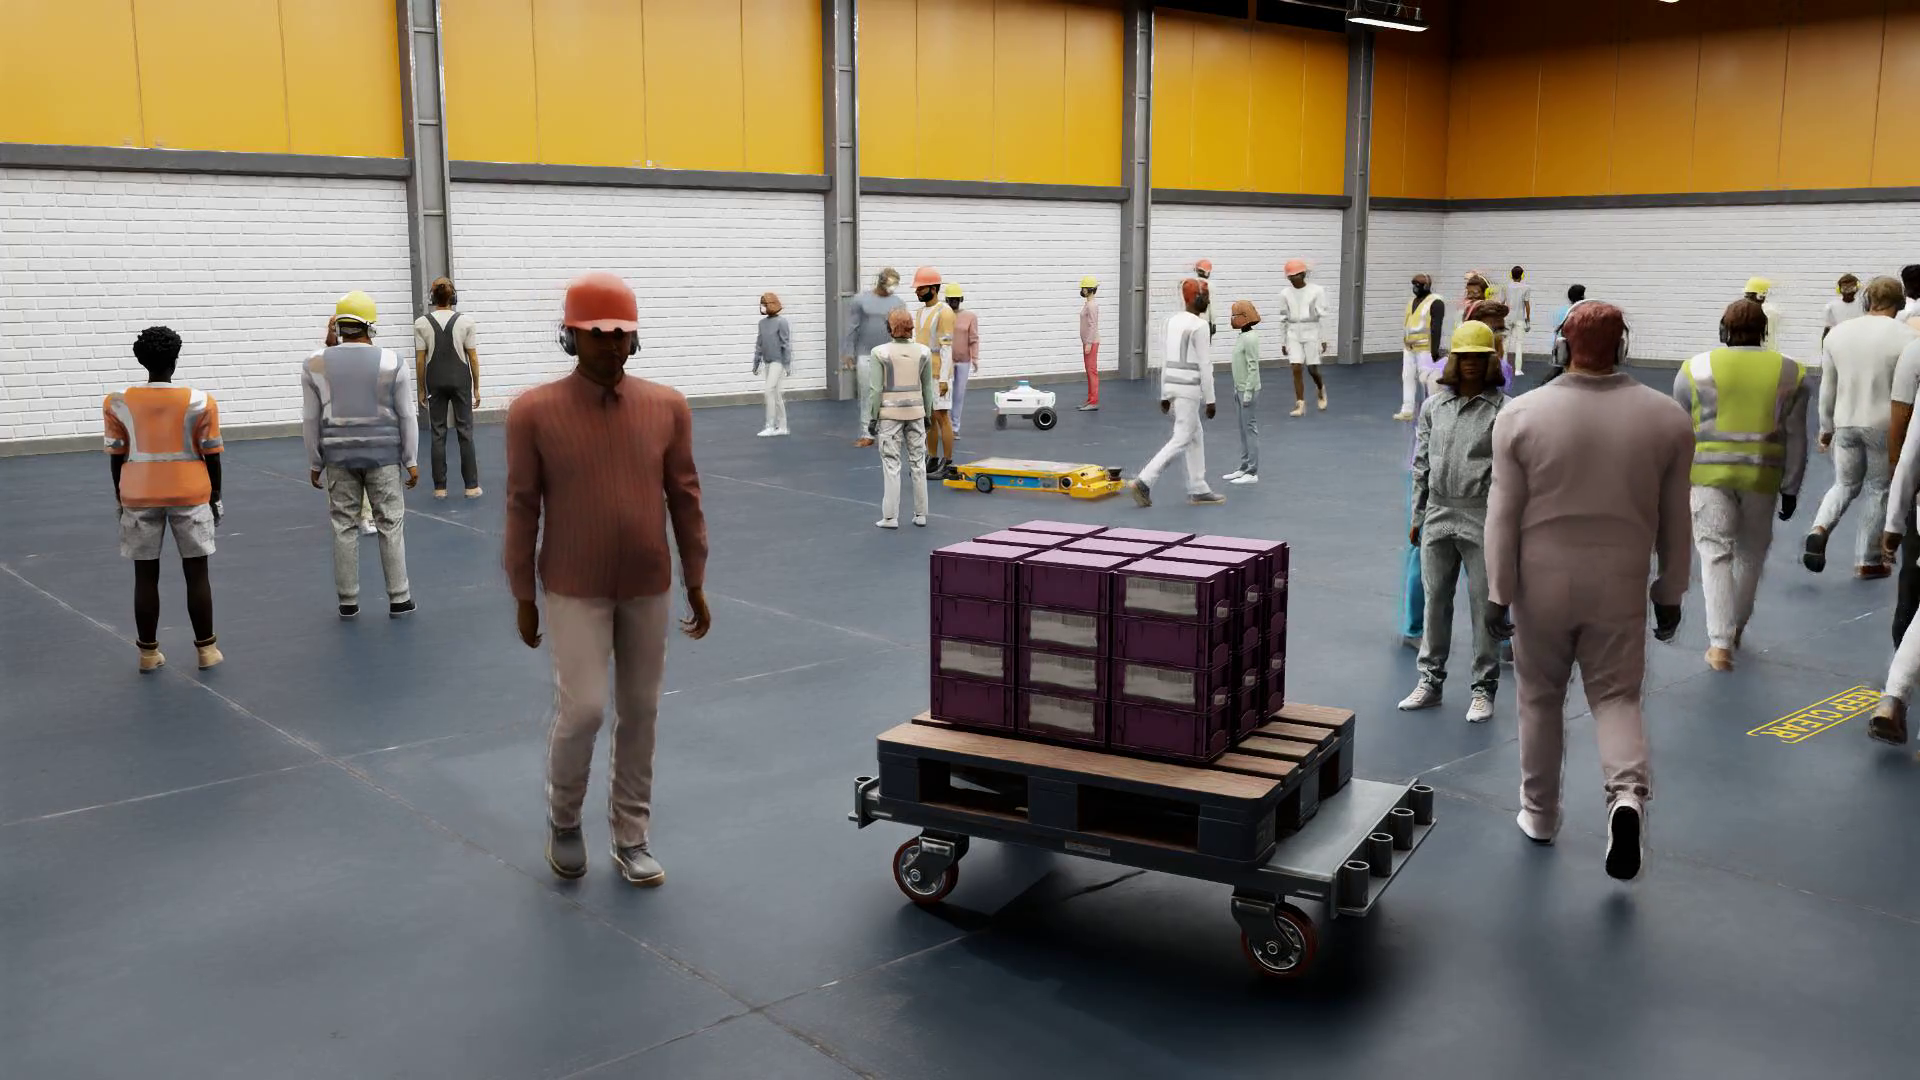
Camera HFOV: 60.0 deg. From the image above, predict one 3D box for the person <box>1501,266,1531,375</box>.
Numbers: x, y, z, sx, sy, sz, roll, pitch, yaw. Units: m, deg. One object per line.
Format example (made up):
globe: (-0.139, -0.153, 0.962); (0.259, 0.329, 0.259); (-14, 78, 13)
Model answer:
person: (9.439, -3.723, 28.288); (0.519, 1.859, 0.316); (7, 12, 34)

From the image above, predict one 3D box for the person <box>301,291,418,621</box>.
person: (-3.317, -0.462, 9.253); (0.599, 1.830, 0.404); (-2, 10, -11)

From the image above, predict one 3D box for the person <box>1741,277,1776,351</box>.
person: (9.112, -2.106, 19.033); (0.921, 1.790, 0.595); (2, 10, 10)

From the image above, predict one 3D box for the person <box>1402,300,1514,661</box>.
person: (2.576, -0.270, 8.192); (0.588, 1.801, 0.904); (-6, 11, -31)

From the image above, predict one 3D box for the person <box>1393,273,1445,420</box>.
person: (5.749, -2.388, 20.571); (0.723, 1.818, 0.635); (-4, 11, -24)

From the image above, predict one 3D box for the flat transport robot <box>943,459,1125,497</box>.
flat transport robot: (0.634, -0.546, 14.308); (1.431, 0.197, 0.652); (5, 11, 28)

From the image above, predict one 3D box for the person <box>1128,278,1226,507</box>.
person: (1.755, -1.173, 13.379); (0.873, 1.858, 0.582); (-3, 10, -19)

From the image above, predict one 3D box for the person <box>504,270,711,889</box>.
person: (-1.101, 0.145, 5.290); (0.618, 1.980, 0.432); (-6, 11, -32)

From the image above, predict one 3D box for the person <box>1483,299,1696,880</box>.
person: (2.062, 0.158, 5.475); (0.655, 1.889, 0.755); (2, 10, 10)

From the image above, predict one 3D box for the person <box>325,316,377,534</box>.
person: (-4.441, -0.822, 12.043); (0.515, 1.603, 0.794); (-5, 11, -26)

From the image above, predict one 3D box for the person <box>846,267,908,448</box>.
person: (-0.869, -1.922, 17.625); (0.717, 1.902, 0.371); (-3, 10, -17)

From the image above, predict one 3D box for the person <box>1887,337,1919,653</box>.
person: (4.685, -0.307, 7.735); (0.686, 2.000, 0.704); (5, 11, 29)

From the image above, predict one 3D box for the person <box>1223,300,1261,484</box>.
person: (2.536, -1.316, 14.838); (0.286, 1.632, 0.500); (0, 10, 0)

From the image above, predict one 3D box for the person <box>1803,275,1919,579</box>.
person: (5.583, -0.679, 10.287); (0.667, 1.913, 0.642); (-7, 12, -34)

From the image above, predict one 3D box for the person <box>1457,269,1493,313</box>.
person: (7.005, -2.764, 22.707); (1.052, 1.857, 0.655); (-3, 10, -18)

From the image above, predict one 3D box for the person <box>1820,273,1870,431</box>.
person: (10.203, -2.157, 19.181); (0.564, 1.830, 0.662); (2, 10, 11)

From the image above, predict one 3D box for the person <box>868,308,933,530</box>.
person: (-0.438, -0.896, 12.356); (0.523, 1.639, 0.308); (-5, 11, -26)

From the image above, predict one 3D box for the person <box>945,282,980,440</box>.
person: (-0.041, -1.936, 18.165); (0.524, 1.742, 0.610); (-2, 10, -12)

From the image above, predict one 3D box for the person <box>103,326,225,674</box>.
person: (-3.848, -0.191, 8.089); (0.531, 1.689, 0.321); (-3, 10, -19)

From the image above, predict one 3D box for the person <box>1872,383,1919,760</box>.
person: (4.008, -0.022, 6.581); (0.407, 1.866, 0.614); (-6, 12, -33)

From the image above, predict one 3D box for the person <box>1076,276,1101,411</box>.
person: (1.686, -2.579, 21.846); (0.310, 1.769, 0.525); (0, 10, 0)

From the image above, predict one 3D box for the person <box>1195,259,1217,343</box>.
person: (3.848, -3.516, 26.707); (0.513, 1.973, 0.636); (-9, 13, -41)

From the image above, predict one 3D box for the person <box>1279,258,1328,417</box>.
person: (4.369, -2.557, 21.060); (0.661, 2.002, 0.746); (6, 11, 31)

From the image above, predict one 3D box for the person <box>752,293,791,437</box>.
person: (-2.165, -1.950, 18.608); (0.624, 1.611, 0.520); (-8, 13, -40)

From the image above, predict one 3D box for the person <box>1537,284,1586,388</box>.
person: (8.084, -2.587, 22.216); (0.836, 1.664, 0.534); (-2, 10, -13)

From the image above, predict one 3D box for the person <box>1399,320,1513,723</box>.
person: (2.199, -0.081, 7.278); (0.493, 1.746, 0.282); (8, 13, 39)

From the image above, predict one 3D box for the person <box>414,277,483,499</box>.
person: (-4.259, -1.256, 13.863); (0.505, 1.846, 0.346); (-2, 10, -10)

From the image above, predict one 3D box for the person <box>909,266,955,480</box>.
person: (-0.267, -1.507, 15.088); (0.383, 1.932, 0.541); (-6, 12, -33)

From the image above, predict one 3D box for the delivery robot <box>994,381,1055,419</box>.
delivery robot: (0.754, -1.623, 19.513); (0.707, 0.478, 0.477); (0, 10, -1)

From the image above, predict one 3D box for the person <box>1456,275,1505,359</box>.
person: (4.817, -1.548, 15.564); (0.432, 1.846, 0.511); (-7, 12, -34)

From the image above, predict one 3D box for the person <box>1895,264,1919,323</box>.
person: (8.989, -1.629, 15.750); (0.550, 1.946, 0.637); (-1, 10, -3)

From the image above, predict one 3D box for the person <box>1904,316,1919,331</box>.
person: (7.359, -1.040, 12.508); (0.837, 1.874, 0.640); (-4, 10, -22)

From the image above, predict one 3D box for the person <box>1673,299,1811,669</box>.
person: (3.886, -0.305, 8.412); (0.627, 1.798, 0.920); (3, 10, 14)
